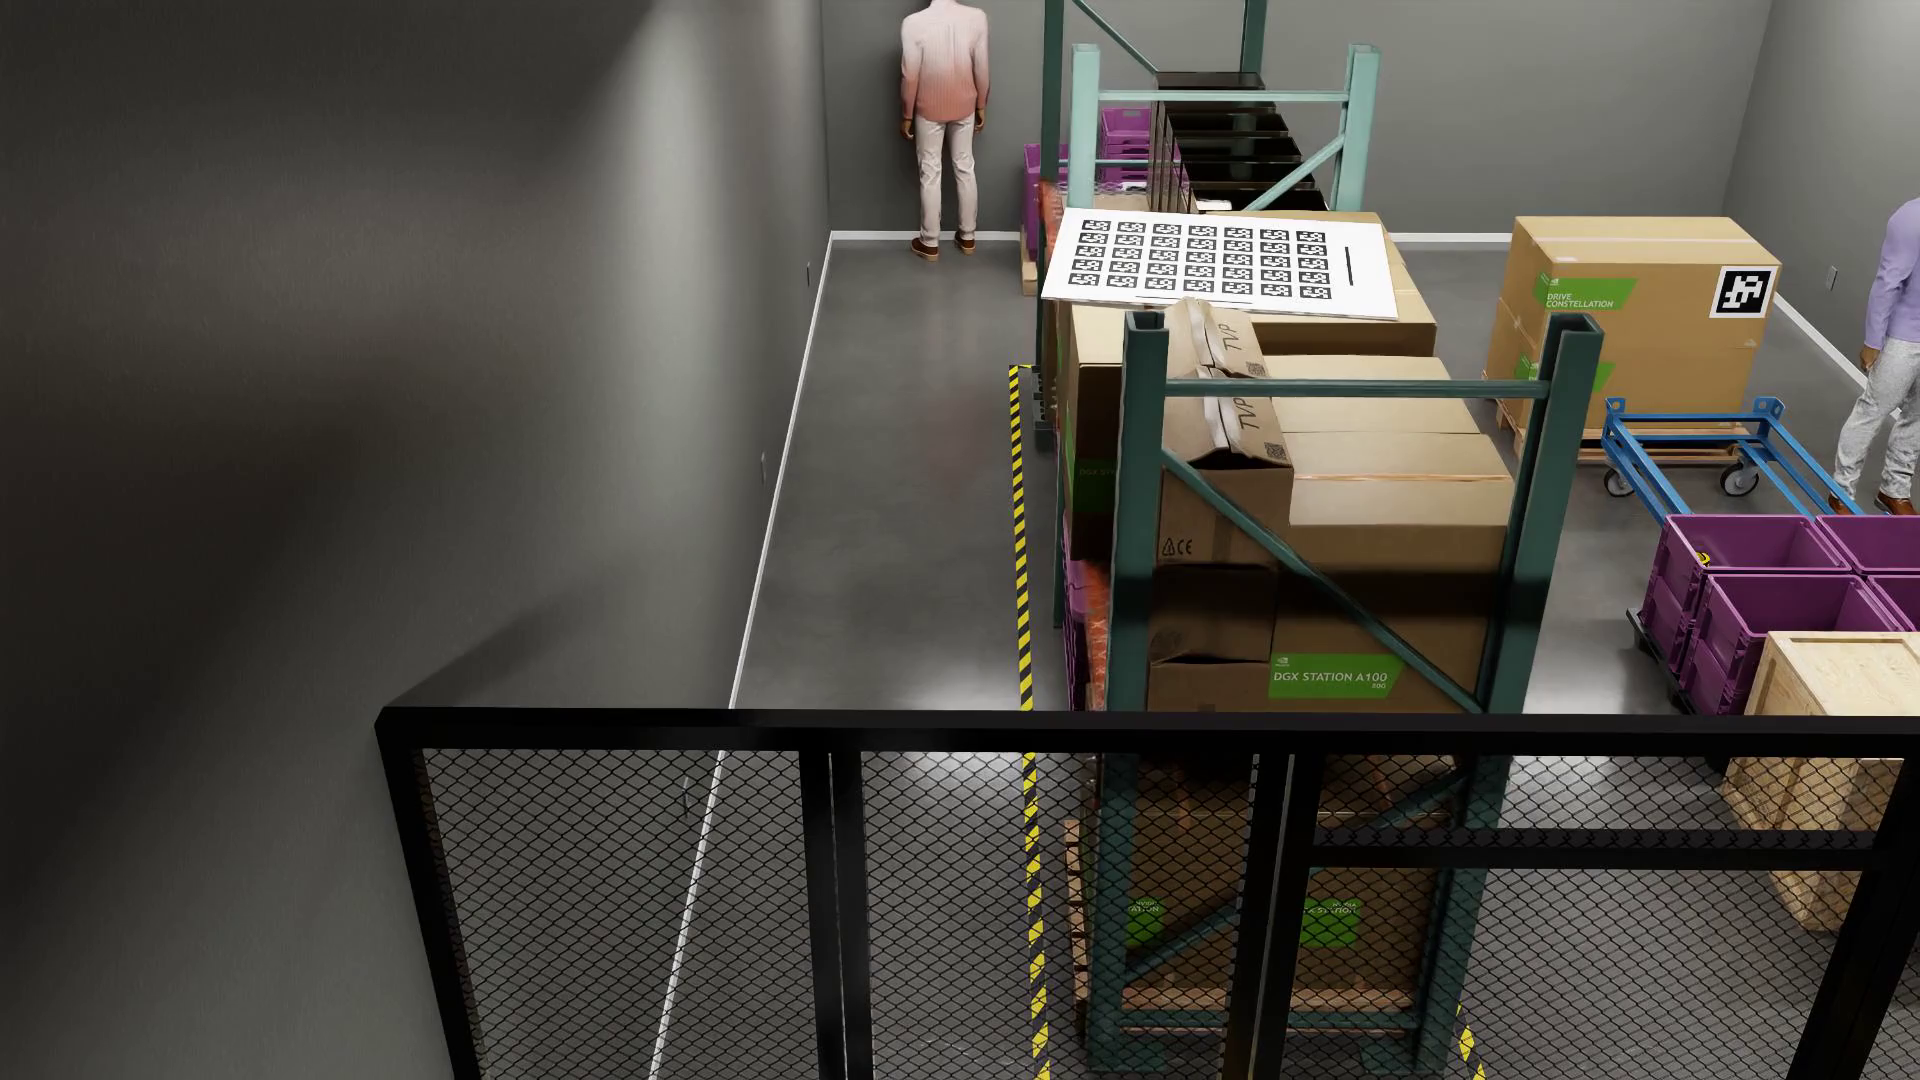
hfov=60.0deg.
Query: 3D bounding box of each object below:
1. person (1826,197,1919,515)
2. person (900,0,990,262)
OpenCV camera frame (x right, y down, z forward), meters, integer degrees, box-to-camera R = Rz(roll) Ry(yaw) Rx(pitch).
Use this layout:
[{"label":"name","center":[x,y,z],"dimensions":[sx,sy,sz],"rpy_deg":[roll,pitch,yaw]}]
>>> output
[{"label":"person","center":[4.528,-0.945,7.784],"dimensions":[0.631,1.940,0.372],"rpy_deg":[-1,31,-2]},{"label":"person","center":[-0.108,-2.817,10.840],"dimensions":[0.622,1.993,0.384],"rpy_deg":[-13,33,-20]}]
